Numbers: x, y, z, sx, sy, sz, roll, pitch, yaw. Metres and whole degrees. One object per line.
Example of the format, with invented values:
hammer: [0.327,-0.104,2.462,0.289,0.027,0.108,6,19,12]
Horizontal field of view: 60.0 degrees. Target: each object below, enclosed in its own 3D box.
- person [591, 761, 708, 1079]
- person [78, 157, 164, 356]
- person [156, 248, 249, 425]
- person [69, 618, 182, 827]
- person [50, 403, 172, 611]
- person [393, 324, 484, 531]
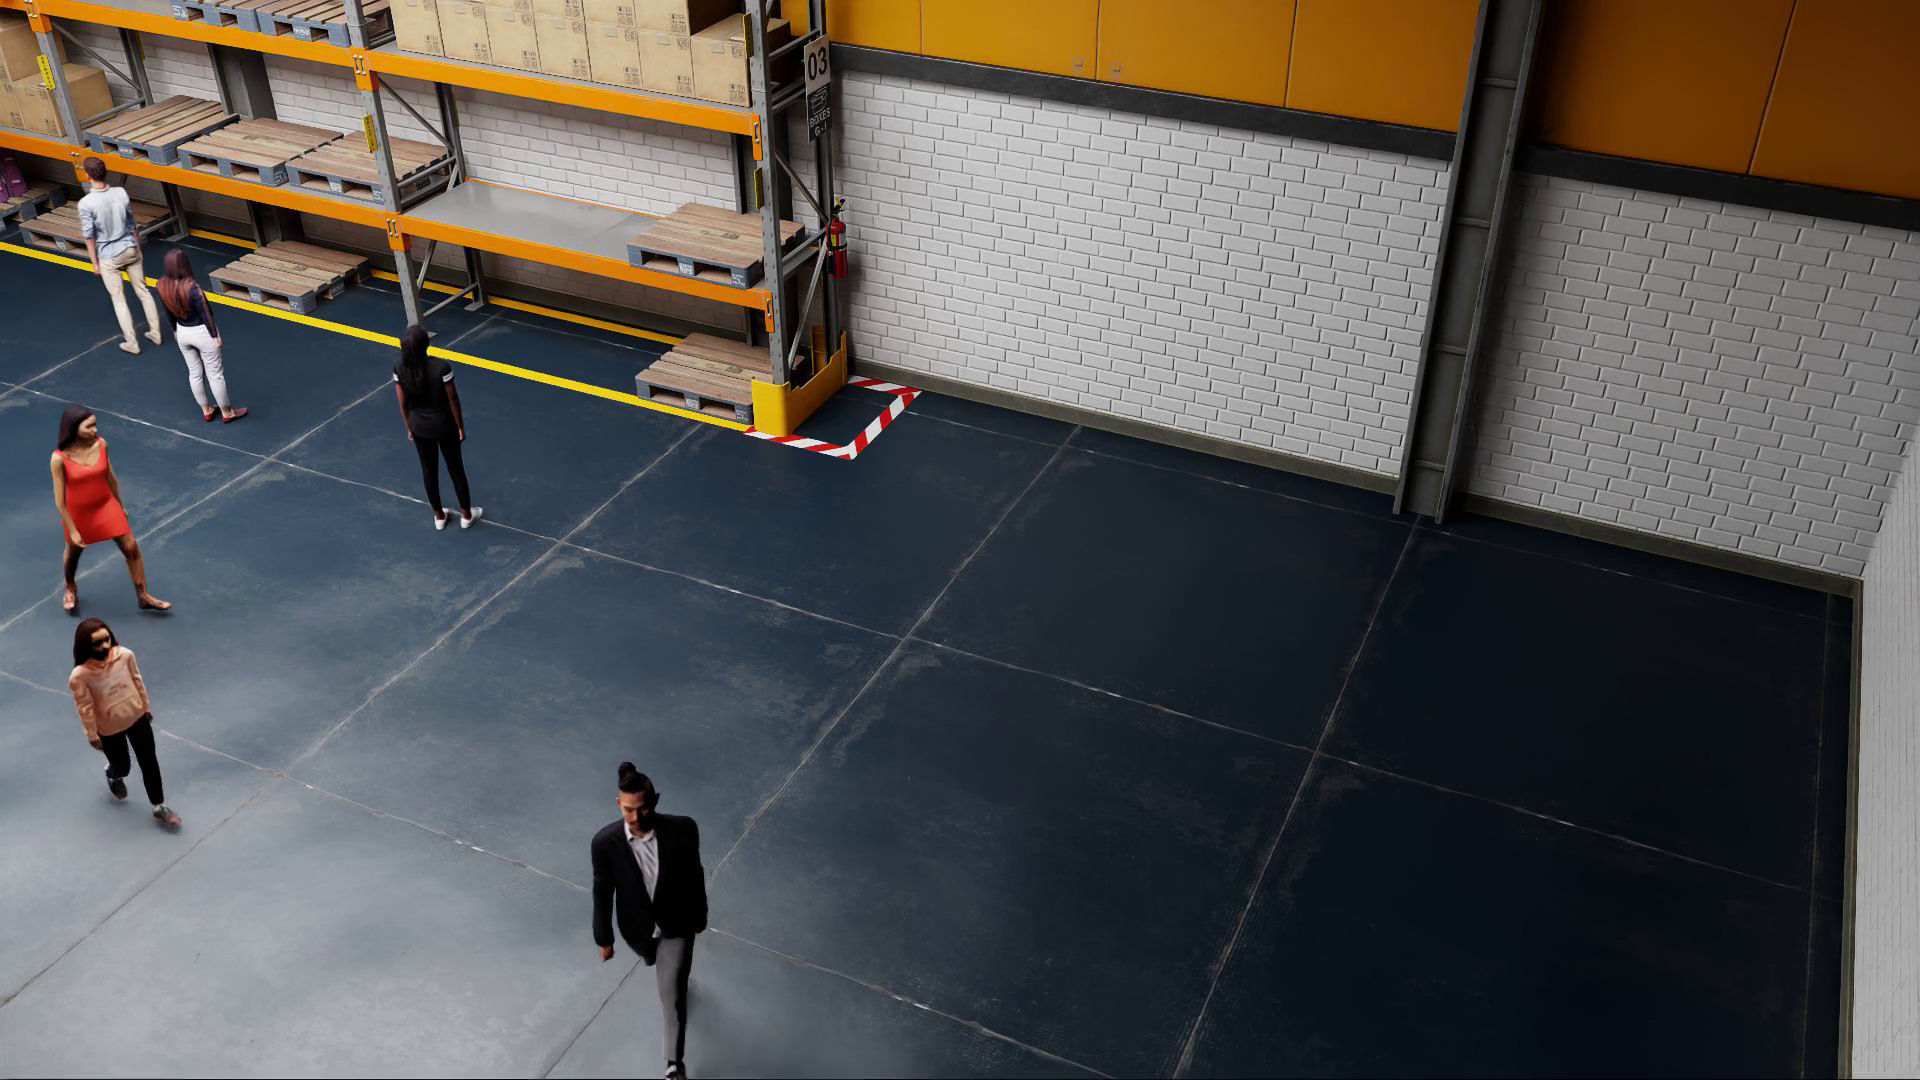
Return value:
person: [-1.560,1.850,8.495,1.299,1.911,1.207,-3,34,-5]
person: [-7.724,-2.615,15.267,0.637,1.849,0.695,24,40,31]
person: [-6.492,-1.742,14.175,0.522,1.604,0.694,9,35,14]
person: [-5.109,1.086,10.047,0.901,1.464,0.682,22,40,30]
person: [-6.214,-0.182,11.772,1.067,1.666,0.729,22,40,30]
person: [-4.027,-0.861,12.738,0.639,1.728,0.752,0,34,0]
